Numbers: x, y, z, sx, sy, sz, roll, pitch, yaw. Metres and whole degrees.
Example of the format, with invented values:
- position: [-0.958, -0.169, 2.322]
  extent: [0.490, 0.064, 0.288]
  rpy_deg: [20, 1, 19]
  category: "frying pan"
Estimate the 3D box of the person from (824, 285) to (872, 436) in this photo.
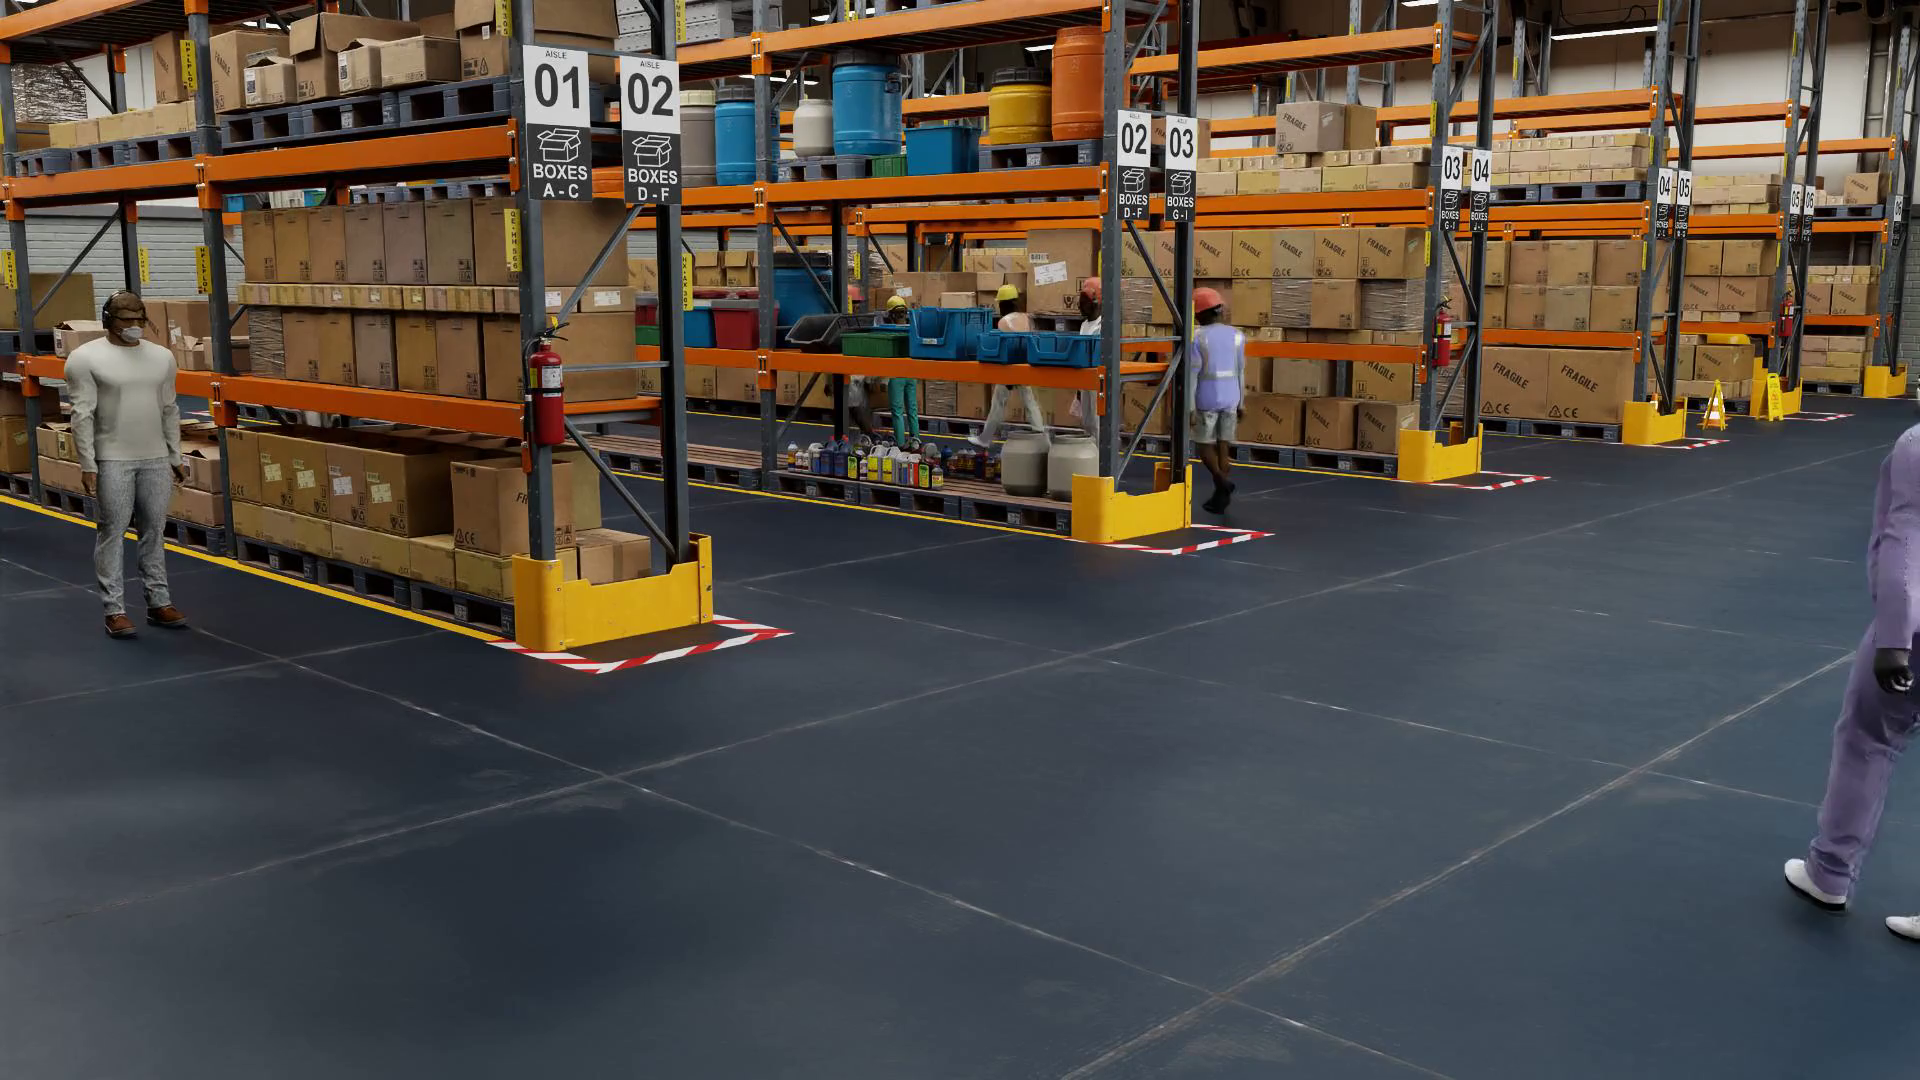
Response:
- position: [-1.133, -1.712, 17.339]
  extent: [0.984, 1.899, 0.554]
  rpy_deg: [6, 11, 31]
  category: "person"

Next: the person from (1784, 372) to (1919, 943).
- position: [2.979, 0.296, 5.174]
  extent: [0.725, 1.854, 0.752]
  rpy_deg: [-3, 10, -20]
  category: "person"

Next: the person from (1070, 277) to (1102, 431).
- position: [1.352, -1.658, 16.763]
  extent: [0.426, 1.969, 0.648]
  rpy_deg: [4, 10, 25]
  category: "person"

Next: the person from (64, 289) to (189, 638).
- position: [-4.681, -0.440, 9.409]
  extent: [0.373, 1.935, 0.628]
  rpy_deg: [6, 11, 33]
  category: "person"

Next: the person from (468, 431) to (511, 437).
- position: [-3.968, -1.126, 13.923]
  extent: [0.600, 1.829, 0.404]
  rpy_deg: [-9, 13, -43]
  category: "person"

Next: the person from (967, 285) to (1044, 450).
- position: [0.580, -1.921, 18.691]
  extent: [1.009, 1.871, 0.606]
  rpy_deg: [7, 12, 38]
  category: "person"

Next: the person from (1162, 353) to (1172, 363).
- position: [3.005, -2.502, 22.124]
  extent: [0.637, 1.918, 0.542]
  rpy_deg: [-6, 11, -32]
  category: "person"

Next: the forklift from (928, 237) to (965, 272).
- position: [-0.326, -5.817, 39.609]
  extent: [1.129, 2.768, 1.873]
  rpy_deg: [9, 13, 43]
  category: "forklift"

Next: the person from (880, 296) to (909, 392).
- position: [-0.654, -1.729, 17.843]
  extent: [0.329, 1.762, 0.523]
  rpy_deg: [8, 12, 41]
  category: "person"

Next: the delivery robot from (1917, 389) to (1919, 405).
- position: [13.568, -1.970, 22.846]
  extent: [0.477, 0.478, 0.707]
  rpy_deg: [-5, 11, -30]
  category: "delivery robot"

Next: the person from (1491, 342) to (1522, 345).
- position: [9.035, -3.365, 27.677]
  extent: [0.957, 1.818, 0.553]
  rpy_deg: [9, 13, 43]
  category: "person"

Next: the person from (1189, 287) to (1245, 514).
- position: [2.152, -1.148, 13.850]
  extent: [0.575, 1.906, 0.642]
  rpy_deg: [-3, 10, -16]
  category: "person"

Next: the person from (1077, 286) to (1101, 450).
- position: [1.267, -1.455, 15.781]
  extent: [0.337, 1.882, 0.585]
  rpy_deg: [-3, 10, -20]
  category: "person"

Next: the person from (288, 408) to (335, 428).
- position: [-6.343, -1.506, 16.369]
  extent: [0.599, 1.798, 0.882]
  rpy_deg: [-6, 11, -32]
  category: "person"

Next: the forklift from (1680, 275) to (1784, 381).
- position: [12.480, -3.427, 27.053]
  extent: [1.214, 2.155, 2.313]
  rpy_deg: [9, 13, 43]
  category: "forklift"
